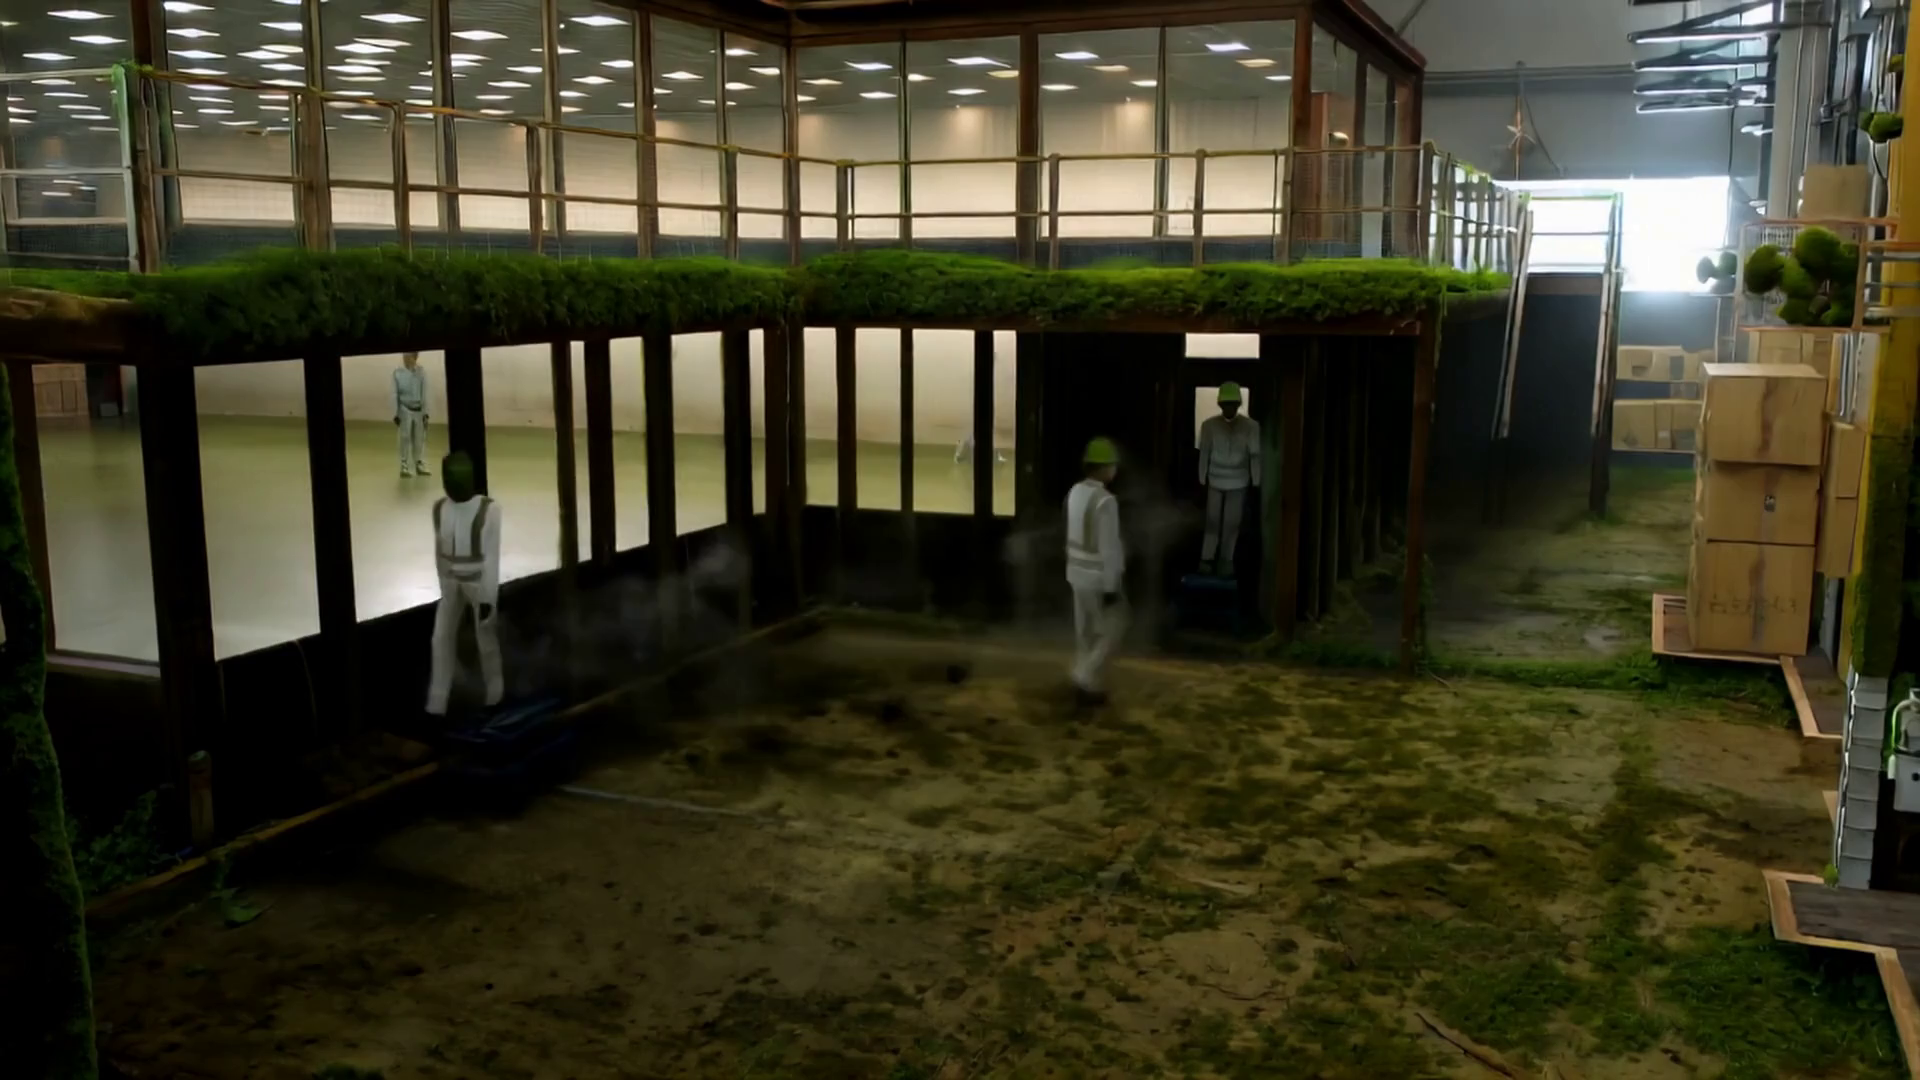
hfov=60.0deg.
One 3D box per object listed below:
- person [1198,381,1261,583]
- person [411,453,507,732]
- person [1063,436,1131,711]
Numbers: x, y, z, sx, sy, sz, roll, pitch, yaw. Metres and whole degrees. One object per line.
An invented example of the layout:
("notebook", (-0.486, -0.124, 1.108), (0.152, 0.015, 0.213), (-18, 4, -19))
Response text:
("person", (2.634, -0.564, 16.313), (0.617, 1.984, 0.408), (4, 10, 24))
("person", (-3.316, 0.366, 10.979), (0.580, 1.856, 0.836), (3, 10, 20))
("person", (0.940, 0.243, 11.502), (0.429, 1.933, 0.608), (-4, 10, -25))
